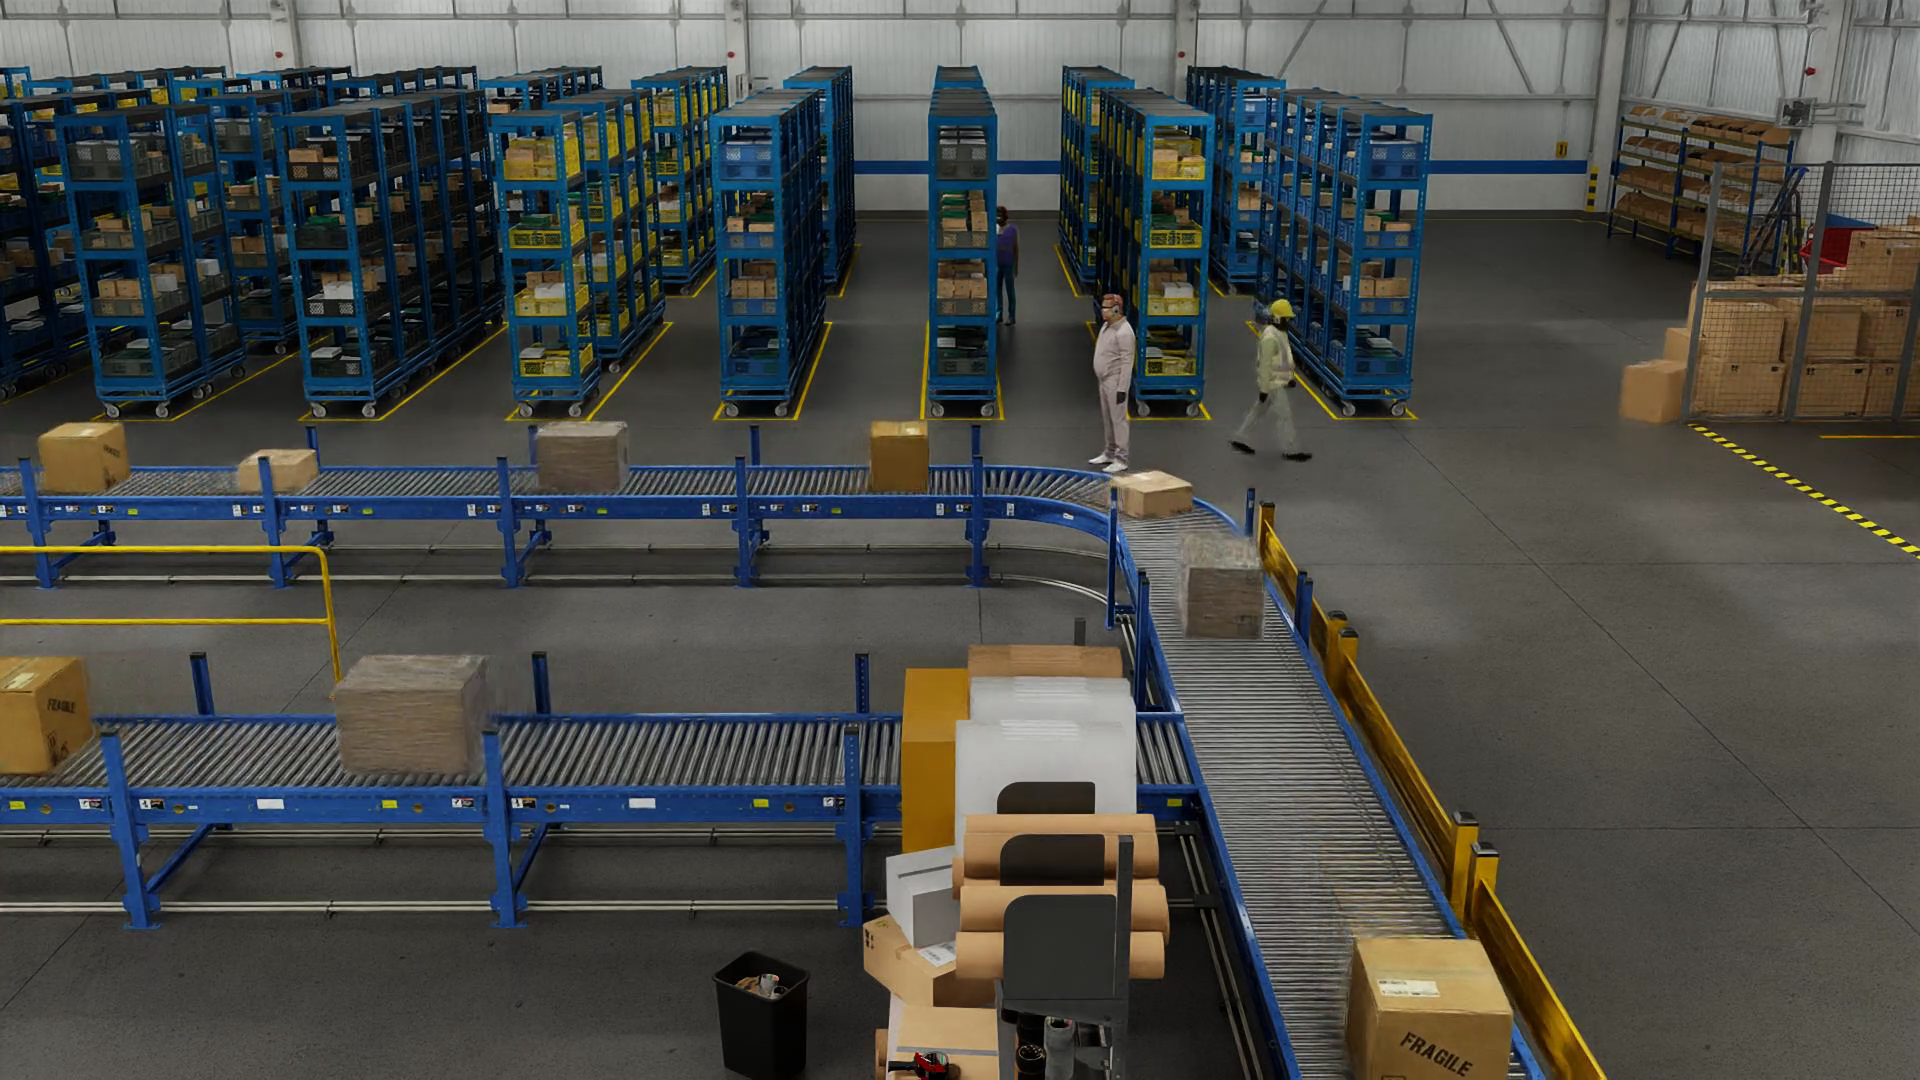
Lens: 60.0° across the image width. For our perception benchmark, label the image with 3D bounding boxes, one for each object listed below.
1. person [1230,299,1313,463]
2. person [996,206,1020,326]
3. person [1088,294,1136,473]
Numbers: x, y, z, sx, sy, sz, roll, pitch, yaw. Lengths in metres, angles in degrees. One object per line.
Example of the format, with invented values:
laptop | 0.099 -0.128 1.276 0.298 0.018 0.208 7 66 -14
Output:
person | 3.404 -1.754 18.151 0.921 1.790 0.592 5 19 16
person | 0.664 -4.260 25.806 0.569 1.831 0.411 10 21 29
person | 1.612 -1.673 17.708 0.399 1.908 0.643 -5 19 -14
